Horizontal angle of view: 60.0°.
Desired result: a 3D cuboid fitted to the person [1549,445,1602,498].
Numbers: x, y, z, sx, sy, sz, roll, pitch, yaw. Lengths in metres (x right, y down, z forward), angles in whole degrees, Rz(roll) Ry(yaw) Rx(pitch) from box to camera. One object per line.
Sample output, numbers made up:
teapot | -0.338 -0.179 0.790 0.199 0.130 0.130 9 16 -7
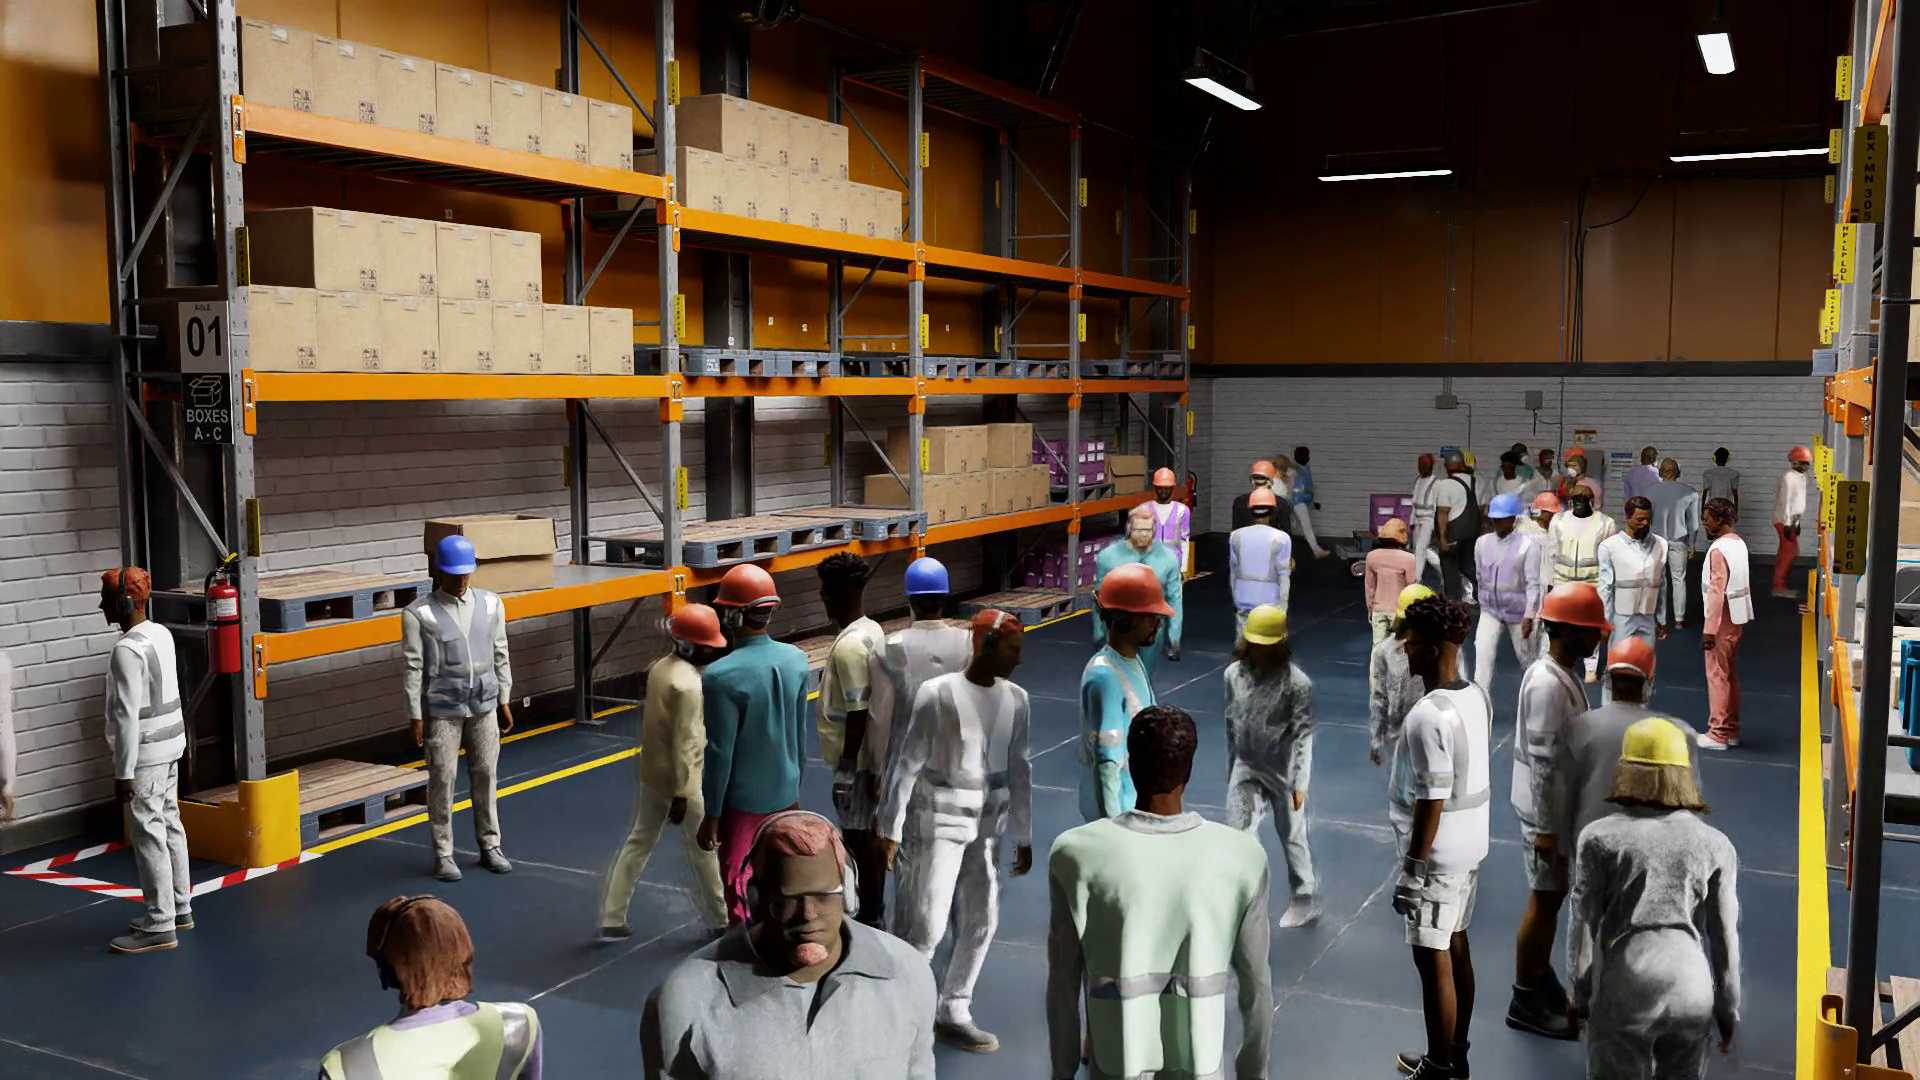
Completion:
person | 7.425 -0.136 20.134 0.615 2.040 0.390 3 6 26

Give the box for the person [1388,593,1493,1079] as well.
person | 1.819 1.182 6.358 0.367 1.965 0.607 3 6 32

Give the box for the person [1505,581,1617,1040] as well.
person | 2.554 1.136 7.069 0.386 1.931 0.552 3 6 28

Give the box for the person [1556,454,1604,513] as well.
person | 7.355 -0.059 19.857 0.376 1.940 0.627 -4 6 -35

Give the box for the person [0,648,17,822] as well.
person | -4.570 1.115 7.448 0.638 1.906 0.825 -3 6 -30

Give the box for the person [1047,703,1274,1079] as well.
person | 0.537 1.394 4.447 0.607 1.905 0.405 0 5 -2

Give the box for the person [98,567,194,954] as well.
person | -3.997 1.062 8.154 0.354 1.876 0.573 -1 5 -10

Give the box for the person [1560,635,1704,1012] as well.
person | 2.727 1.259 6.816 0.595 1.723 0.676 2 6 22

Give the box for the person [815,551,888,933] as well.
person | -0.512 1.028 8.011 0.363 1.962 0.612 0 5 5

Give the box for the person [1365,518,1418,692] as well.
person | 3.658 0.630 14.070 0.287 1.633 0.497 -5 7 -44

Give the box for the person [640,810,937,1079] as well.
person | -0.324 1.486 3.399 0.651 1.906 0.403 -2 6 -22

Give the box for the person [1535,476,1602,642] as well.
person | 6.444 0.211 17.697 0.958 1.789 0.588 4 7 38

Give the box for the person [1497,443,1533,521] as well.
person | 7.949 -0.422 23.764 0.631 1.938 0.369 -3 6 -29

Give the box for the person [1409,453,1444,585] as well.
person | 6.254 -0.236 22.195 0.754 1.862 0.602 -2 6 -17

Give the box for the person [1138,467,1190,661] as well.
person | 2.019 0.243 16.593 0.545 1.942 0.349 1 5 6

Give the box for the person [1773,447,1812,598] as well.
person | 10.756 -0.221 21.487 0.620 1.968 0.528 -5 7 -44

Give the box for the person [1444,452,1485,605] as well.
person | 6.291 -0.141 20.798 0.586 1.928 0.363 -1 5 -12

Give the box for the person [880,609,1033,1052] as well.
person | -0.005 1.202 6.867 0.706 1.833 0.373 -4 6 -34

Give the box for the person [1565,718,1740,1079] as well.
person | 2.153 1.422 5.130 0.518 1.709 0.585 0 5 2

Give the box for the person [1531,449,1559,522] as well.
person | 8.548 -0.430 24.456 0.559 1.829 0.453 -1 5 -14

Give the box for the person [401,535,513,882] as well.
person | -2.796 0.930 9.278 0.614 1.933 0.418 -5 7 -40

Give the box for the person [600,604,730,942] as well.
person | -1.408 1.147 8.165 0.785 1.712 0.637 -3 6 -30

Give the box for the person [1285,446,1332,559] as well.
person | 5.426 -0.589 26.389 0.998 1.790 0.626 3 6 31

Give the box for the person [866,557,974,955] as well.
person | -0.148 1.053 7.847 0.618 1.943 0.396 -2 6 -18

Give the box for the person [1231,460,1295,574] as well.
person | 3.175 0.164 17.340 0.630 1.991 0.589 4 6 34

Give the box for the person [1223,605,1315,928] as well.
person | 1.506 1.147 8.192 0.516 1.687 0.924 4 6 35

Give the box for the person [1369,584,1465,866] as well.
person | 2.426 1.076 8.849 0.490 1.718 0.426 4 7 35

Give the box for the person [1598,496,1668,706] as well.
person | 5.207 0.604 12.922 0.595 1.908 0.392 -1 6 -15

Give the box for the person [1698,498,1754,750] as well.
person | 5.785 0.632 12.613 0.412 1.907 0.596 4 7 37

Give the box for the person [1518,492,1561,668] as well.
person | 5.585 0.408 15.912 0.597 1.738 0.477 -3 6 -30

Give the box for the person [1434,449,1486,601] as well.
person | 5.962 -0.100 19.757 0.709 2.000 0.729 -3 6 -33

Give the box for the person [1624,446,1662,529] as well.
person | 9.273 -0.300 22.480 0.372 1.934 0.627 -3 6 -31

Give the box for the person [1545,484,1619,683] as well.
person | 5.742 0.402 15.407 0.623 1.844 0.430 3 6 29

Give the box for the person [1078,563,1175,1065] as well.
person | 0.677 1.106 6.759 0.379 2.041 0.616 1 5 13

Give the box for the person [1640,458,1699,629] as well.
person | 7.996 0.042 18.798 0.627 1.934 0.371 2 6 20

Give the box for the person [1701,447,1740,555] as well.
person | 11.030 -0.415 24.137 0.503 1.862 0.328 2 6 23

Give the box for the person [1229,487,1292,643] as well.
person | 2.503 0.521 13.797 0.546 1.903 0.635 3 6 26

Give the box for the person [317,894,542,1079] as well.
person | -1.158 1.597 3.689 0.520 1.633 0.313 -3 6 -32

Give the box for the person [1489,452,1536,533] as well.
person | 7.325 -0.231 22.059 1.097 1.888 0.620 -5 7 -43

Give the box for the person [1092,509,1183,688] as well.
person | 1.328 0.684 12.383 0.655 1.841 1.021 0 5 -4

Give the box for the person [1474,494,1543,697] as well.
person | 4.463 0.563 13.473 1.025 1.895 0.628 -5 7 -44

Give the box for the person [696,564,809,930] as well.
person | -0.892 1.096 7.124 0.382 1.995 0.612 4 6 33
